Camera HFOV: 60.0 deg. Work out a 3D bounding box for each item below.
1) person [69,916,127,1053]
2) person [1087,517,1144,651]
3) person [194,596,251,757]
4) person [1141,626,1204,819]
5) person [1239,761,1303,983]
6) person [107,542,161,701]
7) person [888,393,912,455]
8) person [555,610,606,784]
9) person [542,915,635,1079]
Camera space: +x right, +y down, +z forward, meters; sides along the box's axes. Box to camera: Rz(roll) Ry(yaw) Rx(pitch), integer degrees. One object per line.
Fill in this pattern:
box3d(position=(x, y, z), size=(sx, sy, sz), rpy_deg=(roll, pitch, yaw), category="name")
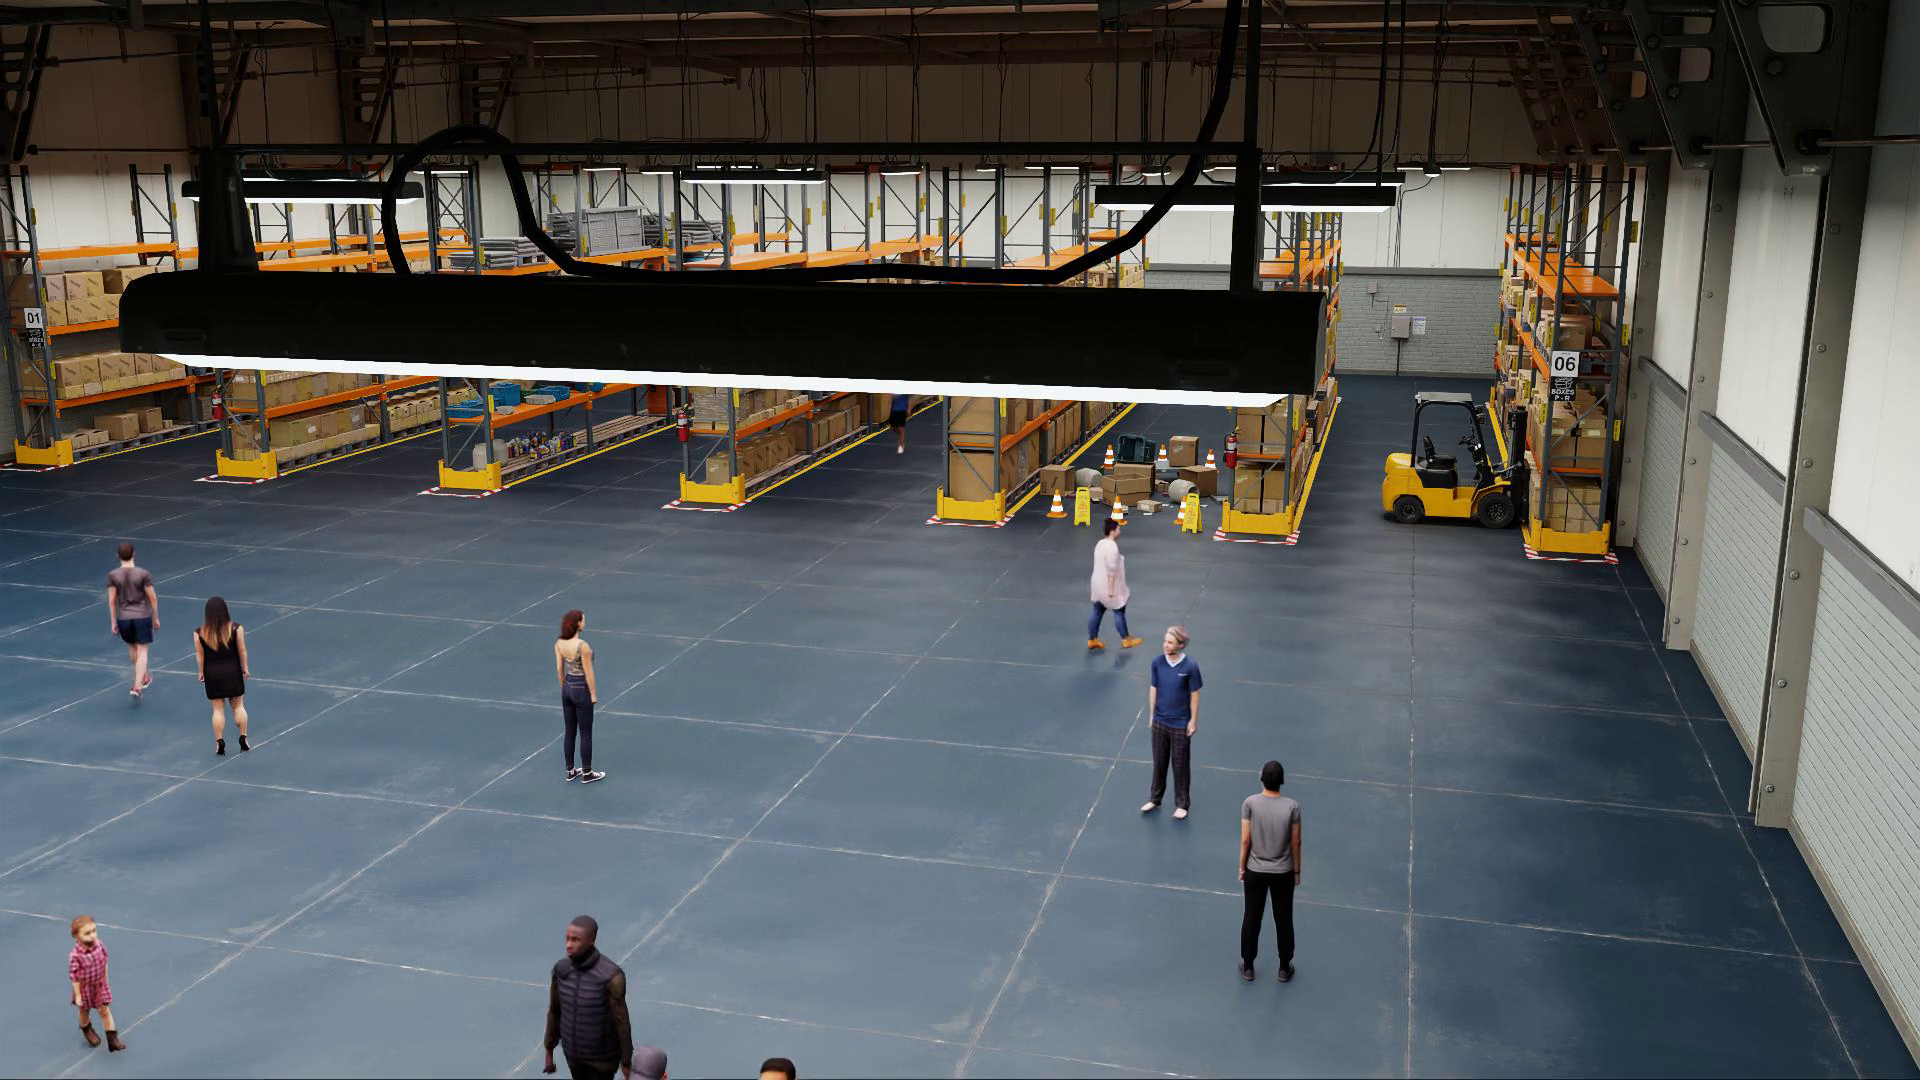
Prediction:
box3d(position=(-6.159, 3.122, 11.740), size=(0.656, 1.001, 0.731), rpy_deg=(9, 16, 35), category="person")
box3d(position=(1.793, 0.580, 21.123), size=(1.033, 1.721, 1.024), rpy_deg=(-4, 14, -17), category="person")
box3d(position=(-7.739, 1.422, 17.488), size=(0.752, 1.720, 0.796), rpy_deg=(-6, 14, -24), category="person")
box3d(position=(2.033, 1.714, 15.892), size=(0.719, 1.870, 0.646), rpy_deg=(7, 15, 29), category="person")
box3d(position=(2.363, 2.514, 12.693), size=(0.636, 1.755, 0.570), rpy_deg=(2, 13, 9), category="person")
box3d(position=(-9.559, 0.969, 19.234), size=(1.030, 1.814, 1.273), rpy_deg=(-3, 13, -14), category="person")
box3d(position=(-1.268, -2.770, 35.298), size=(0.688, 1.852, 0.946), rpy_deg=(2, 13, 10), category="person")
box3d(position=(-3.860, 1.565, 16.755), size=(0.660, 1.772, 0.617), rpy_deg=(7, 15, 29), category="person")
box3d(position=(-2.156, 3.093, 10.050), size=(0.842, 1.820, 0.869), rpy_deg=(8, 15, 31), category="person")
